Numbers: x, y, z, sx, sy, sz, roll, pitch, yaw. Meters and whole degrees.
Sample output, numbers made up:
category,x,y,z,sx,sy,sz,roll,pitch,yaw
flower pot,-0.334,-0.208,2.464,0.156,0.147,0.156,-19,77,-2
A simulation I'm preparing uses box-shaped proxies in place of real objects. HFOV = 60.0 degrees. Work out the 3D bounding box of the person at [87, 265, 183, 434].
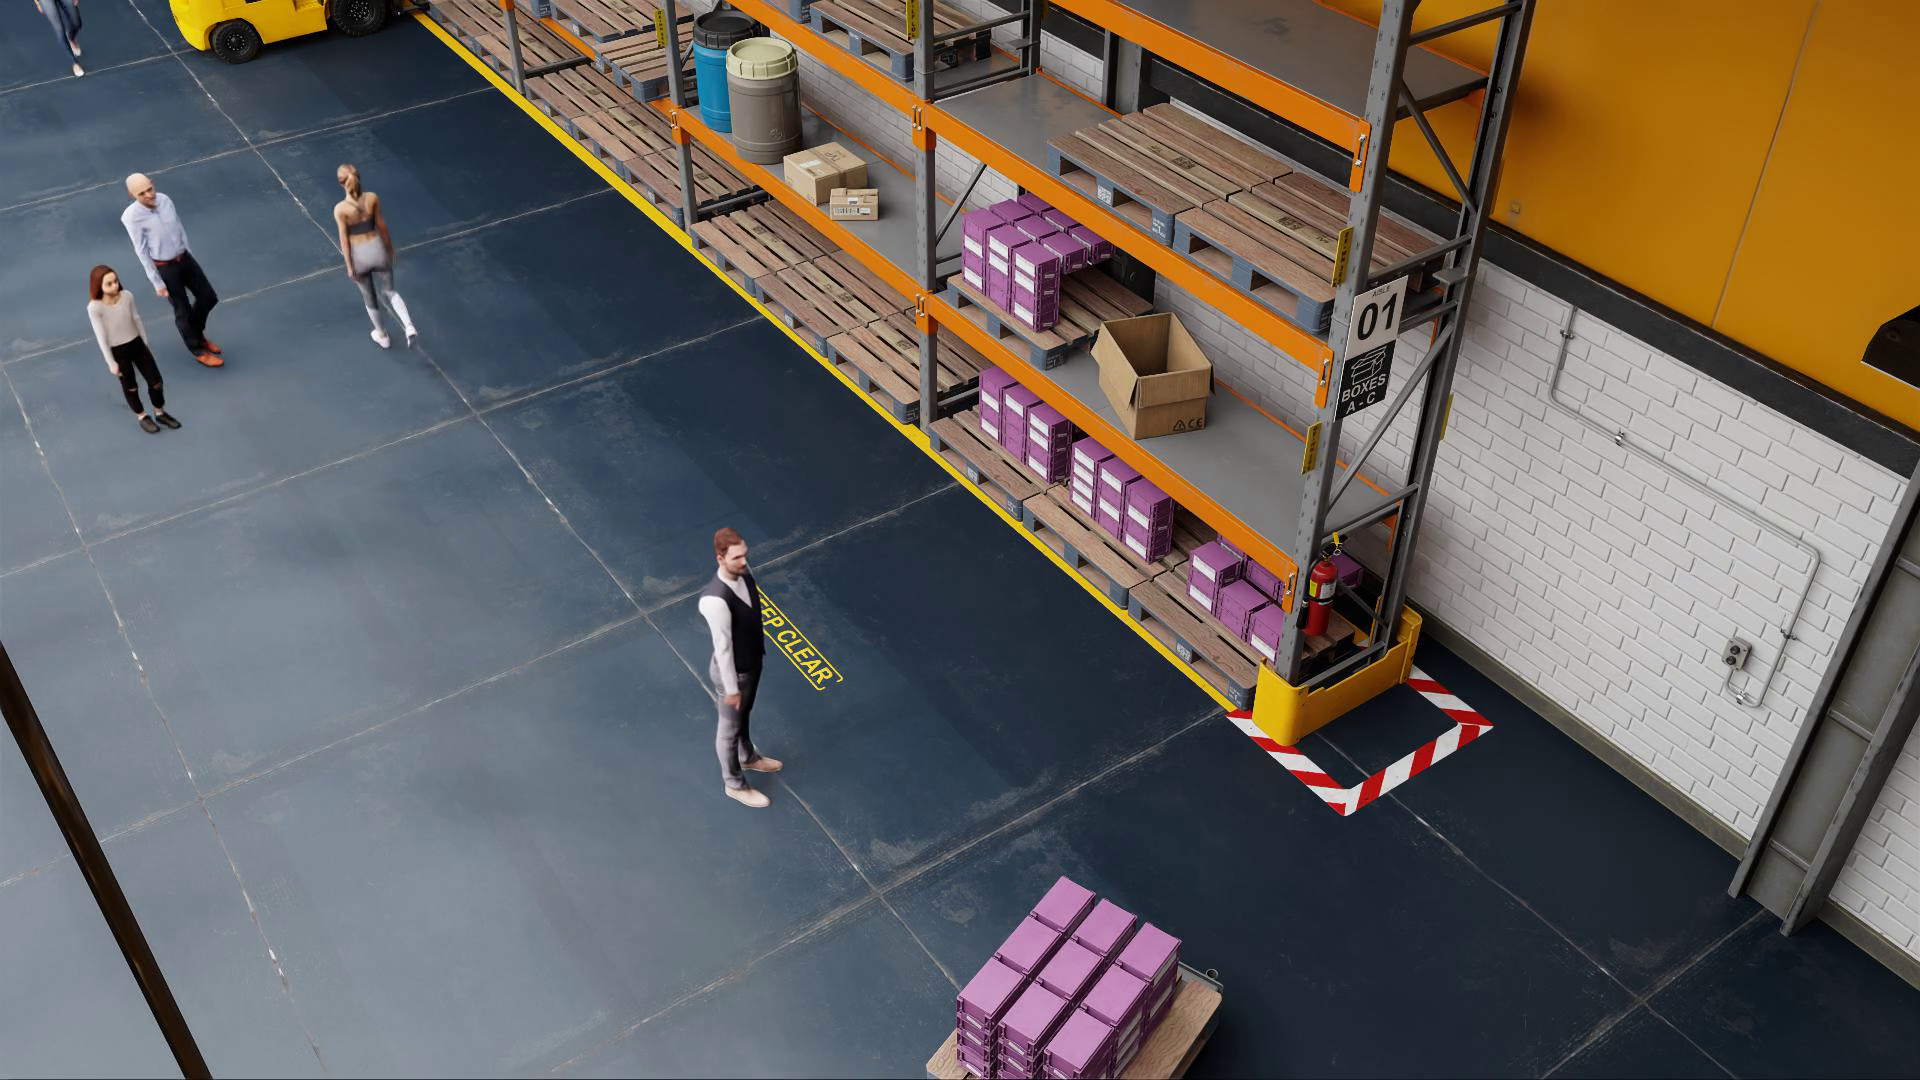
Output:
category,x,y,z,sx,sy,sz,roll,pitch,yaw
person,-6.493,-1.482,12.849,0.657,1.473,0.632,26,45,29

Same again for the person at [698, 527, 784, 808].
category,x,y,z,sx,sy,sz,roll,pitch,yaw
person,-1.313,0.714,9.726,0.789,1.938,0.743,9,39,11

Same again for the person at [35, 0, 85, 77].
category,x,y,z,sx,sy,sz,roll,pitch,yaw
person,-10.022,-6.040,18.358,0.597,1.720,0.879,-25,45,-28

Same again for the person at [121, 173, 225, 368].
category,x,y,z,sx,sy,sz,roll,pitch,yaw
person,-6.452,-2.196,13.502,0.829,1.774,0.800,14,41,17

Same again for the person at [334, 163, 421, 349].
category,x,y,z,sx,sy,sz,roll,pitch,yaw
person,-4.812,-2.271,13.664,0.637,1.689,0.929,-31,48,-33
